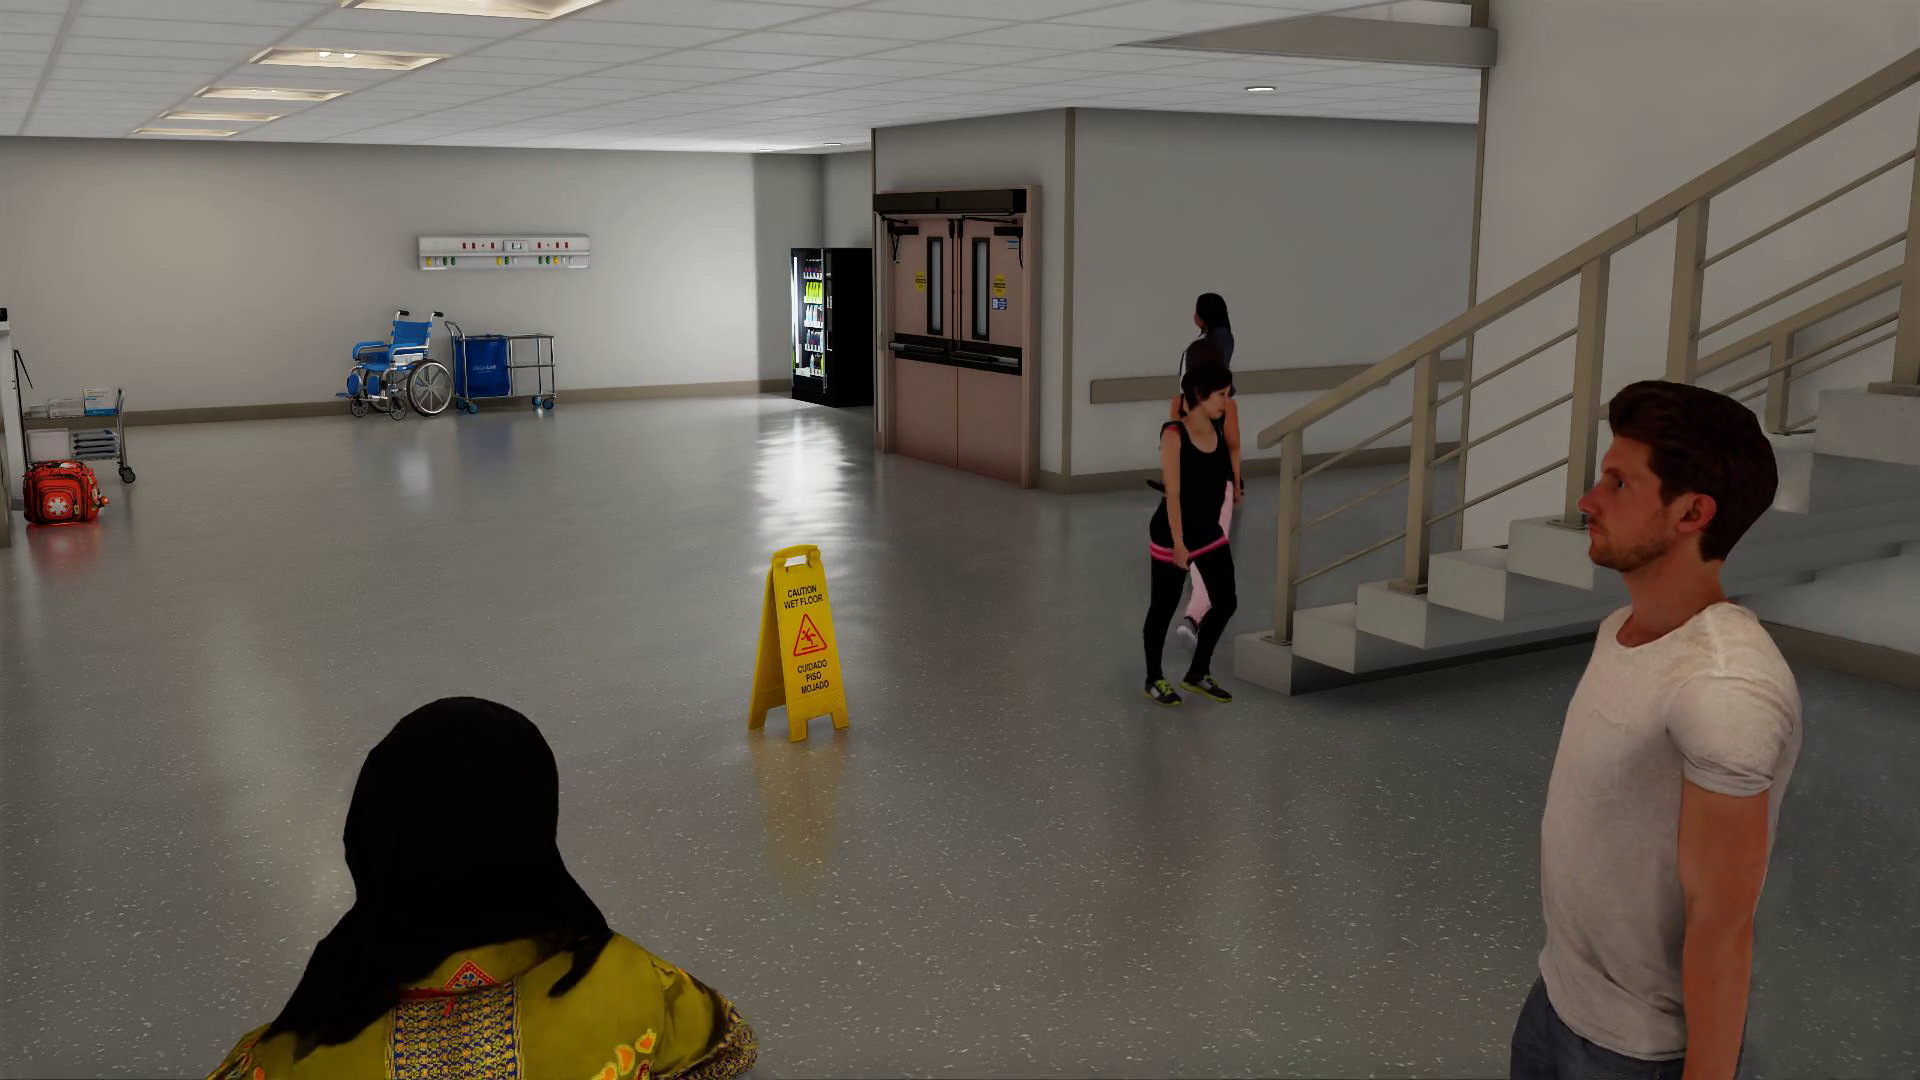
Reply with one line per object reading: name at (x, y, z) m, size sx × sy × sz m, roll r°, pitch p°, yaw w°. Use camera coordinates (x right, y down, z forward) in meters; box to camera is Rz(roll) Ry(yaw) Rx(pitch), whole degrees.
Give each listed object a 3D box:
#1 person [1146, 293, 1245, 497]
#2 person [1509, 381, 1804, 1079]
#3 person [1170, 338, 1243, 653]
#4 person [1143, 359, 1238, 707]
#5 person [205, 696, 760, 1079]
person at (1.998, -1.068, 12.736) m, size 0.884 × 1.563 × 1.018 m, roll -3°, pitch 11°, yaw -14°
person at (1.086, 0.719, 2.468) m, size 1.070 × 1.881 × 1.072 m, roll 1°, pitch 11°, yaw 7°
person at (1.201, -0.204, 8.255) m, size 1.007 × 1.535 × 0.929 m, roll 6°, pitch 12°, yaw 27°
person at (0.957, -0.033, 7.367) m, size 0.615 × 1.531 × 0.638 m, roll -7°, pitch 13°, yaw -34°
person at (-0.446, 0.999, 1.665) m, size 0.881 × 1.629 × 1.232 m, roll -4°, pitch 11°, yaw -19°
